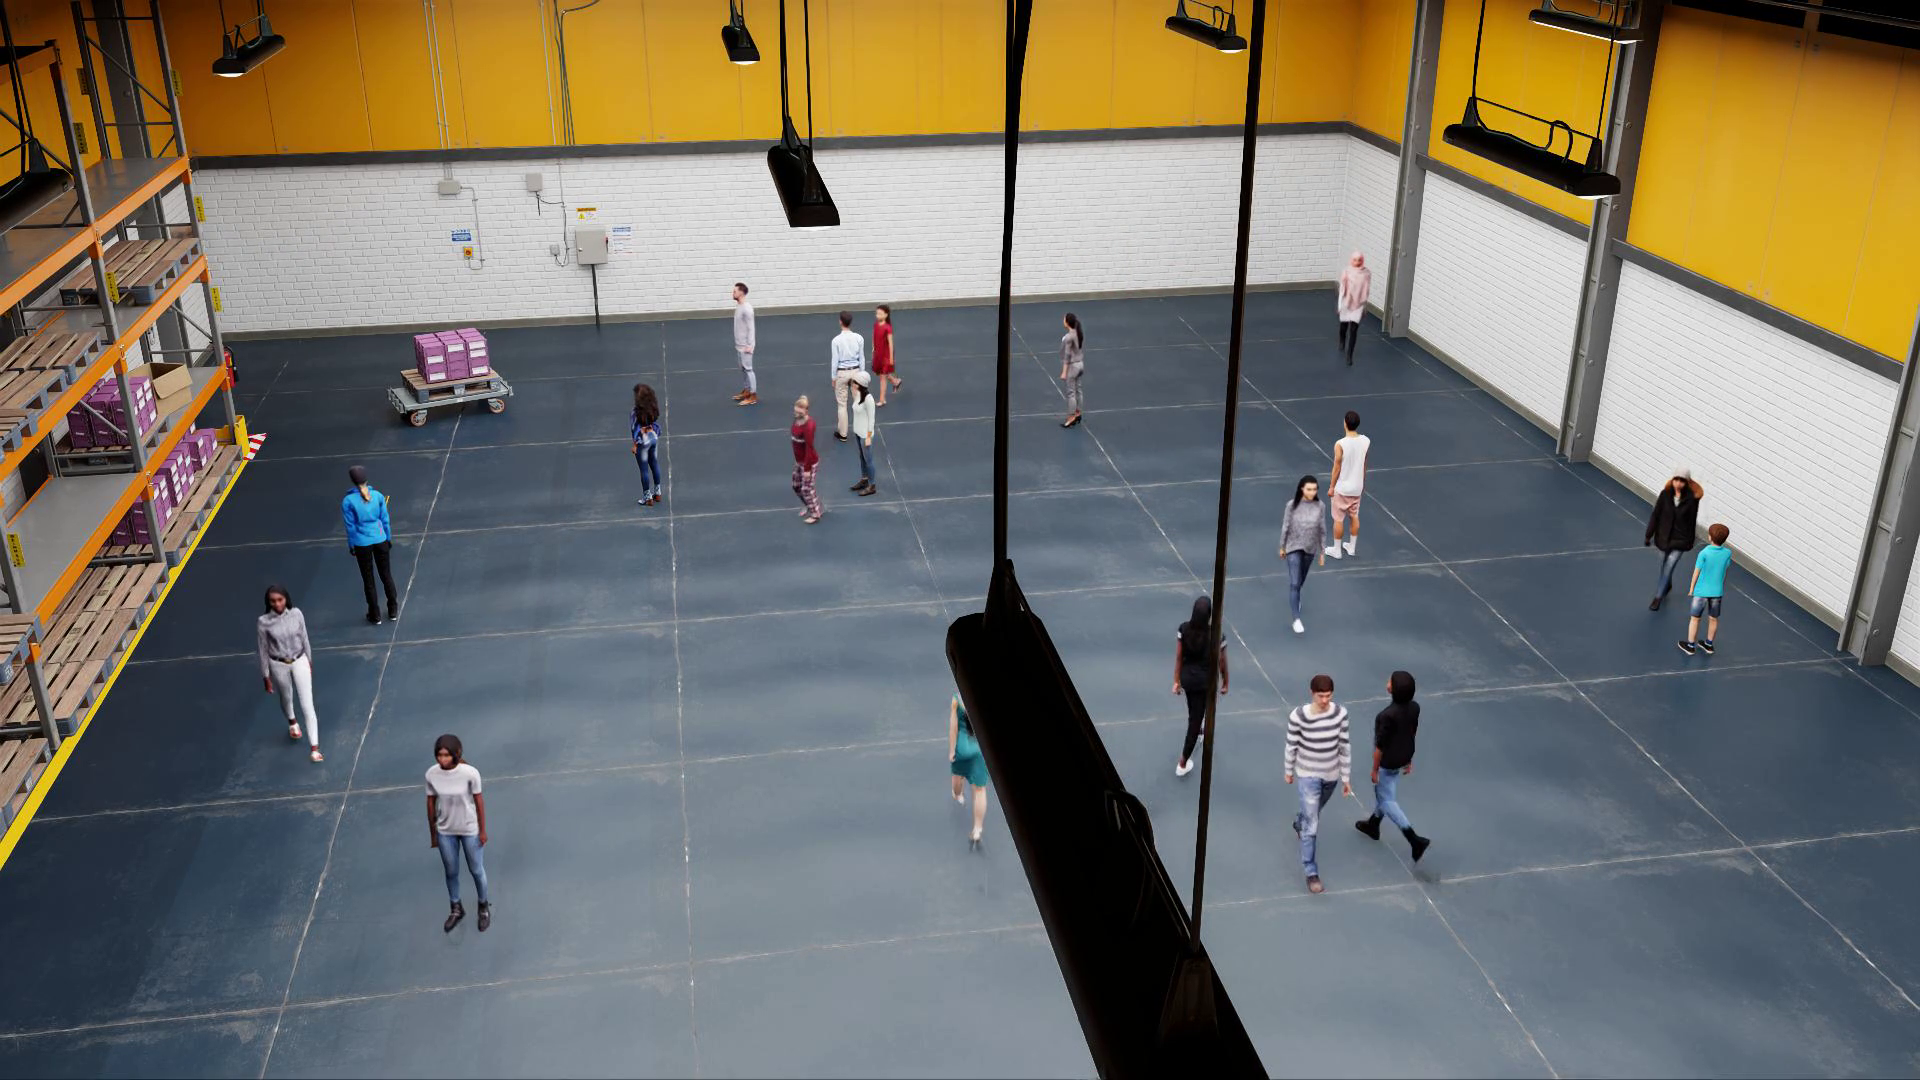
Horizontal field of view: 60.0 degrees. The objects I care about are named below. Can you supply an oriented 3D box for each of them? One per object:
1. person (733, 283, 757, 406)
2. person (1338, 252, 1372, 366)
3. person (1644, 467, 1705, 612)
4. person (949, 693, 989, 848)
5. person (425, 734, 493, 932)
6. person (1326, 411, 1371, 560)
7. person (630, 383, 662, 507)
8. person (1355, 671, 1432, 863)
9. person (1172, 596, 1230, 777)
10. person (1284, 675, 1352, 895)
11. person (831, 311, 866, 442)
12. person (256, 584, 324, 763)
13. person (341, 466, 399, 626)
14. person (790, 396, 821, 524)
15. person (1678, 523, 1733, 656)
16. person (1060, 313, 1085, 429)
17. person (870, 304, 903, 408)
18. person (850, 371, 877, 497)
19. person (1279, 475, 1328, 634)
[{"bbox_3d":[-3.197,-2.934,24.687,0.789,1.839,0.588,-10,26,-22],"label":"person"},{"bbox_3d":[6.264,-3.727,26.563,0.811,1.790,1.026,3,24,7],"label":"person"},{"bbox_3d":[7.887,-0.046,18.386,1.069,1.595,1.106,17,29,34],"label":"person"},{"bbox_3d":[0.116,1.823,14.048,0.588,1.644,1.025,-5,24,-10],"label":"person"},{"bbox_3d":[-3.895,2.265,12.943,0.619,1.720,0.562,0,24,0],"label":"person"},{"bbox_3d":[4.551,-0.642,19.508,0.677,1.788,0.637,-9,25,-20],"label":"person"},{"bbox_3d":[-3.981,-1.233,21.074,0.747,1.616,0.688,16,28,32],"label":"person"},{"bbox_3d":[3.668,1.901,13.837,0.873,1.671,1.133,-16,28,-32],"label":"person"},{"bbox_3d":[2.132,1.351,15.075,1.057,1.687,1.192,12,26,25],"label":"person"},{"bbox_3d":[2.915,1.885,13.710,0.637,1.801,1.191,-4,24,-9],"label":"person"},{"bbox_3d":[-1.569,-2.286,23.198,0.700,1.846,0.665,-9,25,-20],"label":"person"},{"bbox_3d":[-6.254,1.196,15.460,0.824,1.662,1.275,-11,26,-24],"label":"person"},{"bbox_3d":[-6.345,0.046,17.911,0.679,1.806,0.637,-13,27,-27],"label":"person"},{"bbox_3d":[-1.875,-0.990,20.442,0.822,1.678,0.702,-8,25,-18],"label":"person"},{"bbox_3d":[7.808,0.500,17.317,0.535,1.450,0.515,-1,24,-2],"label":"person"},{"bbox_3d":[1.617,-2.425,23.725,0.772,1.677,0.705,14,27,30],"label":"person"},{"bbox_3d":[-1.085,-2.771,24.692,0.859,1.536,0.878,-21,31,-39],"label":"person"},{"bbox_3d":[-1.235,-1.393,21.393,0.686,1.653,0.530,-12,26,-25],"label":"person"},{"bbox_3d":[3.684,0.076,18.002,0.713,1.678,1.211,-1,24,-3],"label":"person"}]
